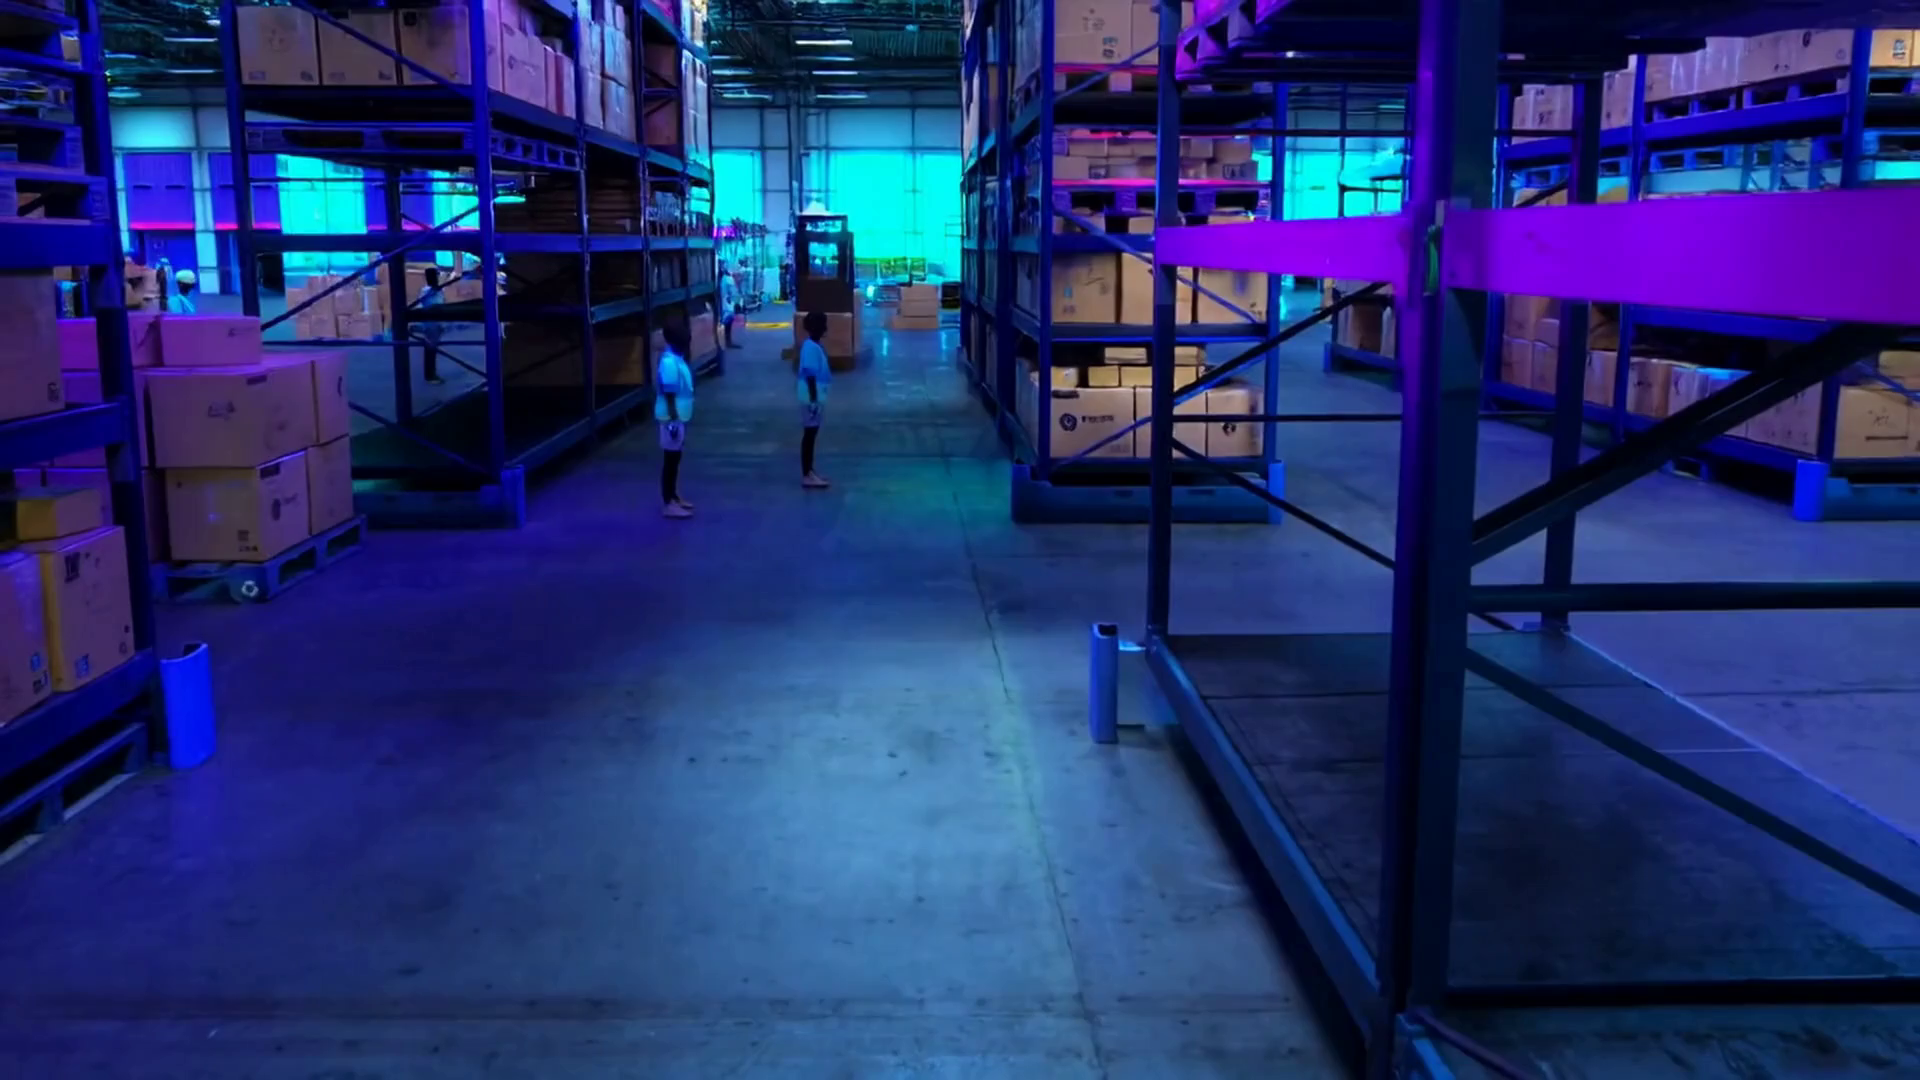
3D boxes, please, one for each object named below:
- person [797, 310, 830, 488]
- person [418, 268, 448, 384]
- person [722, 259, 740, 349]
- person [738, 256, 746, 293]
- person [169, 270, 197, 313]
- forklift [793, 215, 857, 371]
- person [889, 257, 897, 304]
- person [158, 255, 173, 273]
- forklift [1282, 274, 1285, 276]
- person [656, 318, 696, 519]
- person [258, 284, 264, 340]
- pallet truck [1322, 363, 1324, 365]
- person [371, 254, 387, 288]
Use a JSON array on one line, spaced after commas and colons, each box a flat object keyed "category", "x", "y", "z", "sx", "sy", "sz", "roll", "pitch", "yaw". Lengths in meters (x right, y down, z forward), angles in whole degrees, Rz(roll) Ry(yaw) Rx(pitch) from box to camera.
[{"category": "person", "x": -1.401, "y": -1.353, "z": 15.950, "sx": 0.322, "sy": 1.698, "sz": 0.533, "roll": 0, "pitch": 10, "yaw": 0}, {"category": "person", "x": -8.764, "y": -3.550, "z": 27.589, "sx": 0.398, "sy": 1.915, "sz": 0.588, "roll": 0, "pitch": 10, "yaw": 0}, {"category": "person", "x": -5.044, "y": -5.192, "z": 36.602, "sx": 0.373, "sy": 1.962, "sz": 0.605, "roll": 0, "pitch": 10, "yaw": 0}, {"category": "person", "x": -8.313, "y": -9.785, "z": 62.595, "sx": 0.781, "sy": 1.821, "sz": 0.520, "roll": 5, "pitch": 11, "yaw": 24}, {"category": "person", "x": -11.139, "y": -2.915, "z": 24.004, "sx": 0.376, "sy": 1.933, "sz": 0.544, "roll": 0, "pitch": 10, "yaw": 0}, {"category": "forklift", "x": -2.474, "y": -4.518, "z": 30.292, "sx": 1.129, "sy": 2.768, "sz": 1.873, "roll": 0, "pitch": 10, "yaw": -2}, {"category": "person", "x": -2.520, "y": -9.823, "z": 63.012, "sx": 0.308, "sy": 1.744, "sz": 0.485, "roll": 0, "pitch": 10, "yaw": 0}, {"category": "person", "x": -32.968, "y": -10.930, "z": 69.016, "sx": 0.907, "sy": 1.809, "sz": 0.612, "roll": 10, "pitch": 14, "yaw": 44}, {"category": "forklift", "x": 12.240, "y": -10.302, "z": 62.509, "sx": 1.129, "sy": 2.768, "sz": 1.873, "roll": 0, "pitch": 10, "yaw": -2}, {"category": "person", "x": -2.425, "y": -1.038, "z": 14.194, "sx": 0.322, "sy": 1.698, "sz": 0.533, "roll": 0, "pitch": 10, "yaw": 0}, {"category": "person", "x": -16.726, "y": -5.562, "z": 39.398, "sx": 0.322, "sy": 1.697, "sz": 0.533, "roll": 0, "pitch": 10, "yaw": 0}, {"category": "pallet truck", "x": 7.712, "y": -4.157, "z": 30.737, "sx": 1.885, "sy": 1.965, "sz": 0.823, "roll": 3, "pitch": 11, "yaw": 16}, {"category": "person", "x": -21.469, "y": -9.632, "z": 61.516, "sx": 0.639, "sy": 1.899, "sz": 0.636, "roll": 8, "pitch": 13, "yaw": 39}]
